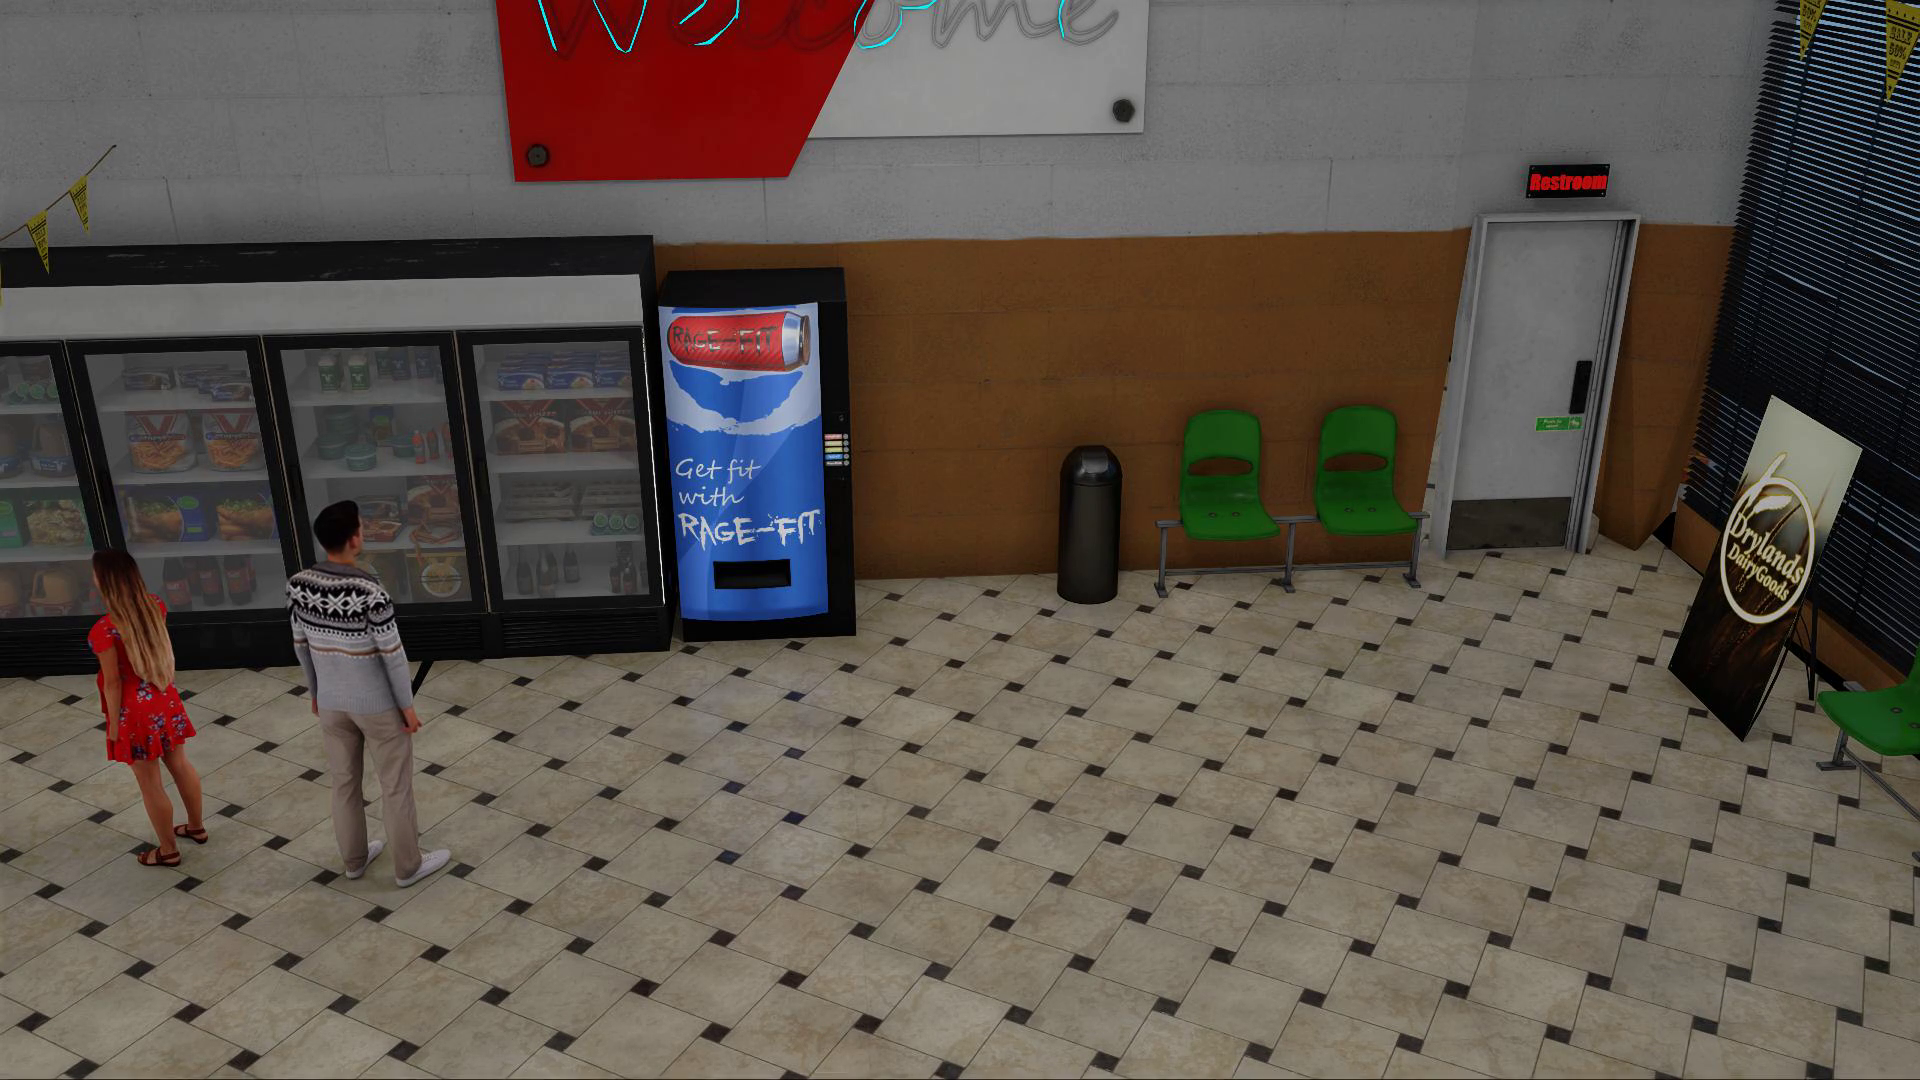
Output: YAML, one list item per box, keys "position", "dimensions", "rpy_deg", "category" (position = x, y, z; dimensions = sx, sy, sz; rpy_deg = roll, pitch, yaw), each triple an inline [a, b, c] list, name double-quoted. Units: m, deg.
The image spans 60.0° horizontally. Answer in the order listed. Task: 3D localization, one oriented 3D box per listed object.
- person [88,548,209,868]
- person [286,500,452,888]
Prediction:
- position: [-3.759, 0.771, 7.680]
  dimensions: [0.709, 1.593, 0.600]
  rpy_deg: [7, 25, 16]
  category: "person"
- position: [-2.708, 0.709, 7.490]
  dimensions: [0.754, 1.860, 0.689]
  rpy_deg: [6, 24, 14]
  category: "person"
